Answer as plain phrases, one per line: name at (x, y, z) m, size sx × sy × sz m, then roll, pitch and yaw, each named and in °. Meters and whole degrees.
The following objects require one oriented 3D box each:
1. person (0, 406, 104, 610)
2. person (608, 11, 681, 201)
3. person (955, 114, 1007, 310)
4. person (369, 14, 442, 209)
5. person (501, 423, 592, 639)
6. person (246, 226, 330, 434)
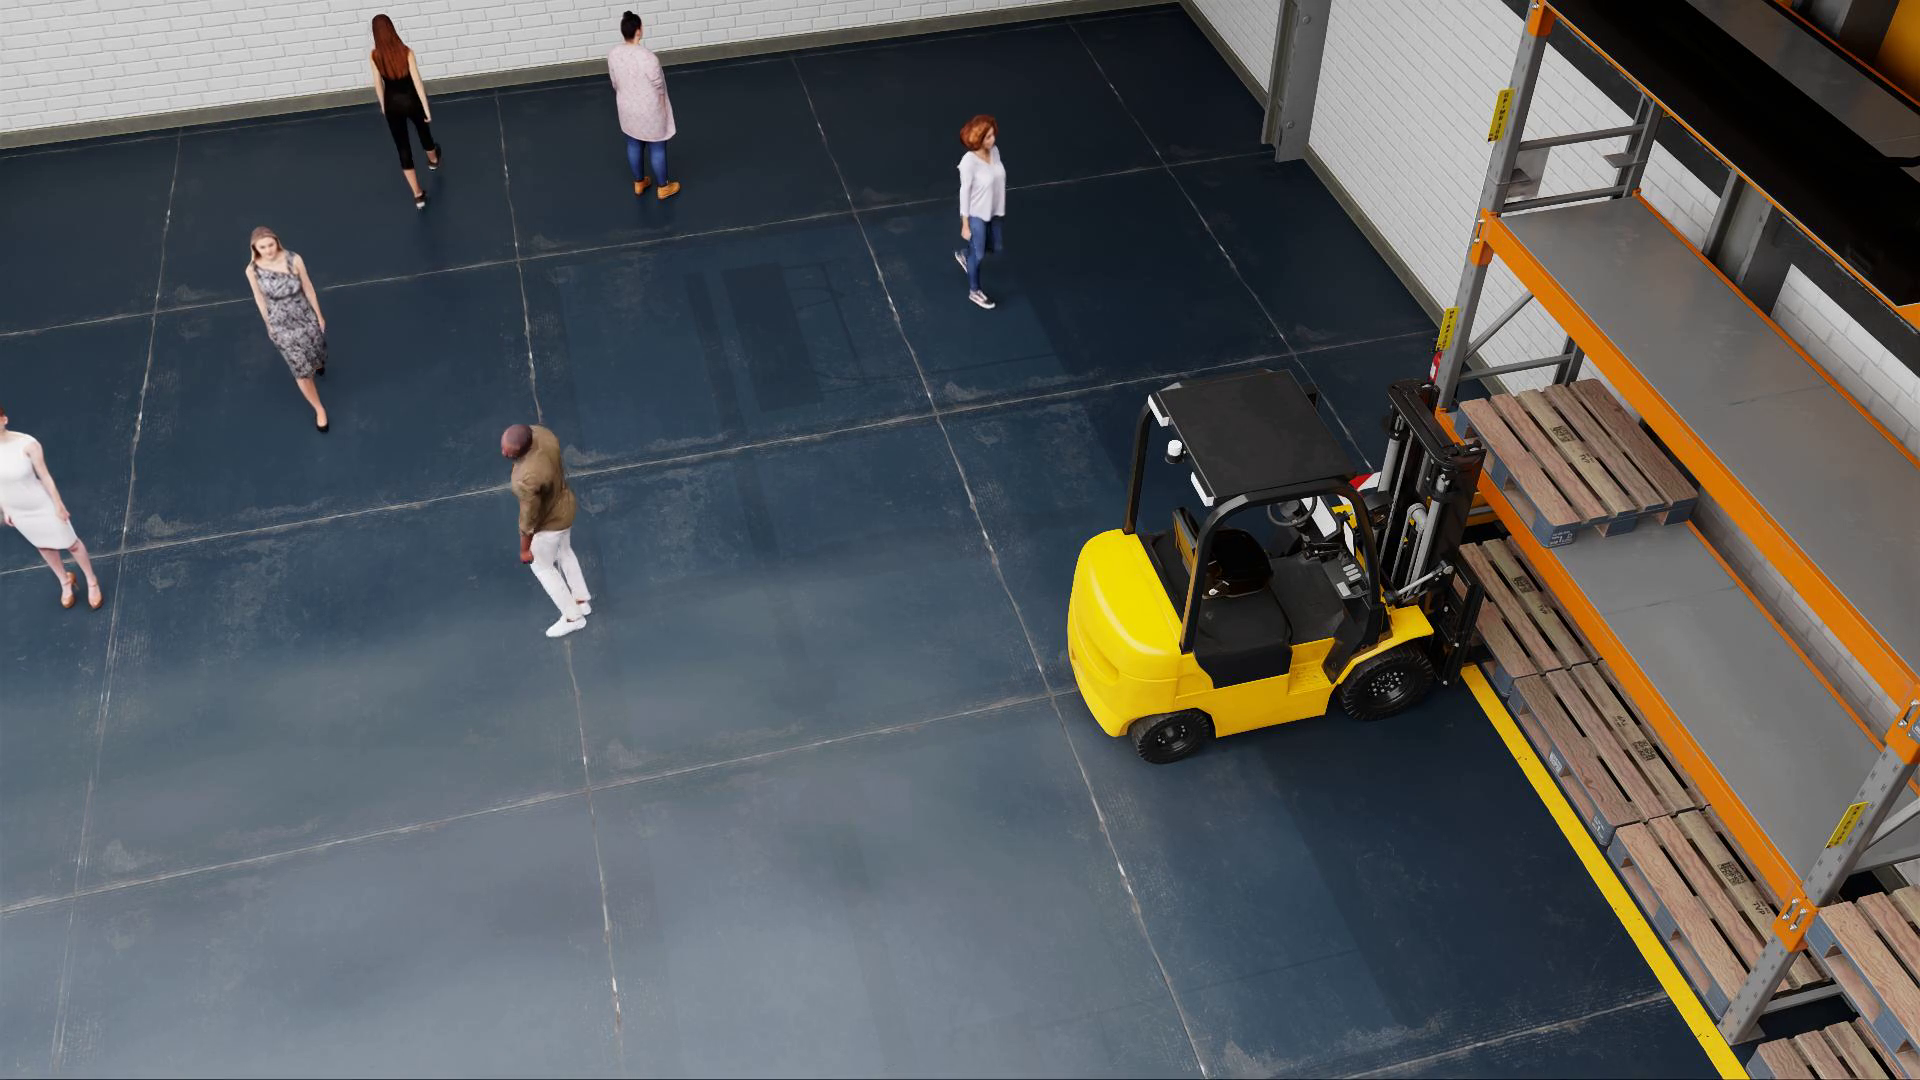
person at (-6.040, -0.230, 10.882) m, size 0.595 × 1.794 × 0.551 m, roll -2°, pitch 44°, yaw -2°
person at (-2.819, -3.842, 14.709) m, size 0.799 × 1.746 × 0.837 m, roll 17°, pitch 46°, yaw 17°
person at (0.096, -2.708, 13.555) m, size 0.927 × 1.695 × 0.841 m, roll 33°, pitch 53°, yaw 30°
person at (-4.907, -3.747, 14.649) m, size 0.690 × 1.690 × 1.138 m, roll -5°, pitch 44°, yaw -6°
person at (-2.679, -0.155, 10.791) m, size 0.892 × 1.810 × 0.694 m, roll 17°, pitch 46°, yaw 17°
person at (-4.994, -1.658, 12.463) m, size 0.675 × 1.681 × 1.020 m, roll -17°, pitch 46°, yaw -17°
